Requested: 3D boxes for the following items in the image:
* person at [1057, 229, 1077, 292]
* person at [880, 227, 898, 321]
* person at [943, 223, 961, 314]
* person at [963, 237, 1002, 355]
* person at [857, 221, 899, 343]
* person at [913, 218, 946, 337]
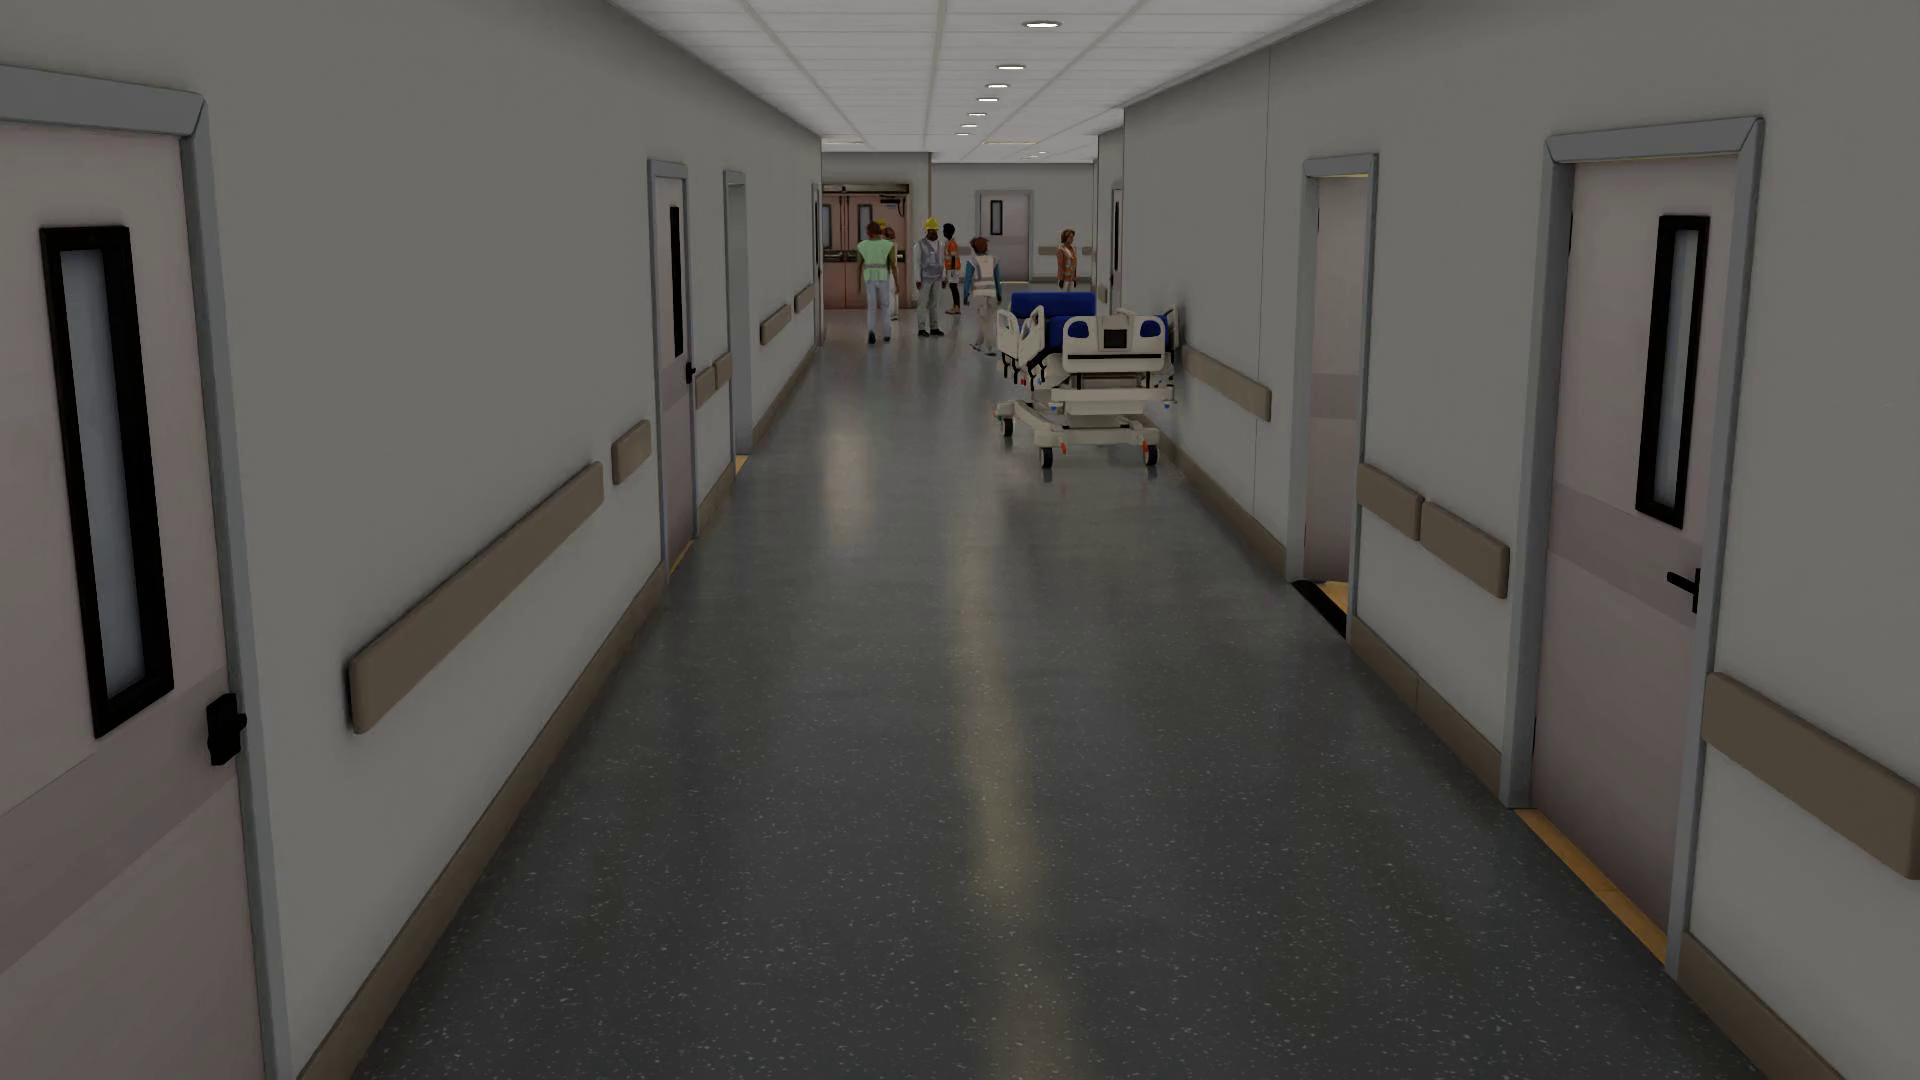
[{"bbox_3d":[1.730,-4.211,26.997,0.306,1.640,0.523,7,13,30],"label":"person"},{"bbox_3d":[-1.239,-4.689,29.329,0.308,1.640,0.511,3,12,17],"label":"person"},{"bbox_3d":[-0.155,-5.048,30.975,0.330,1.689,0.544,-2,12,-10],"label":"person"},{"bbox_3d":[0.269,-3.362,22.934,0.528,1.593,0.849,-7,14,-32],"label":"person"},{"bbox_3d":[-1.239,-3.839,24.804,0.631,1.802,0.825,1,12,4],"label":"person"},{"bbox_3d":[-0.450,-4.095,25.959,0.591,1.833,0.404,-10,15,-39],"label":"person"}]
